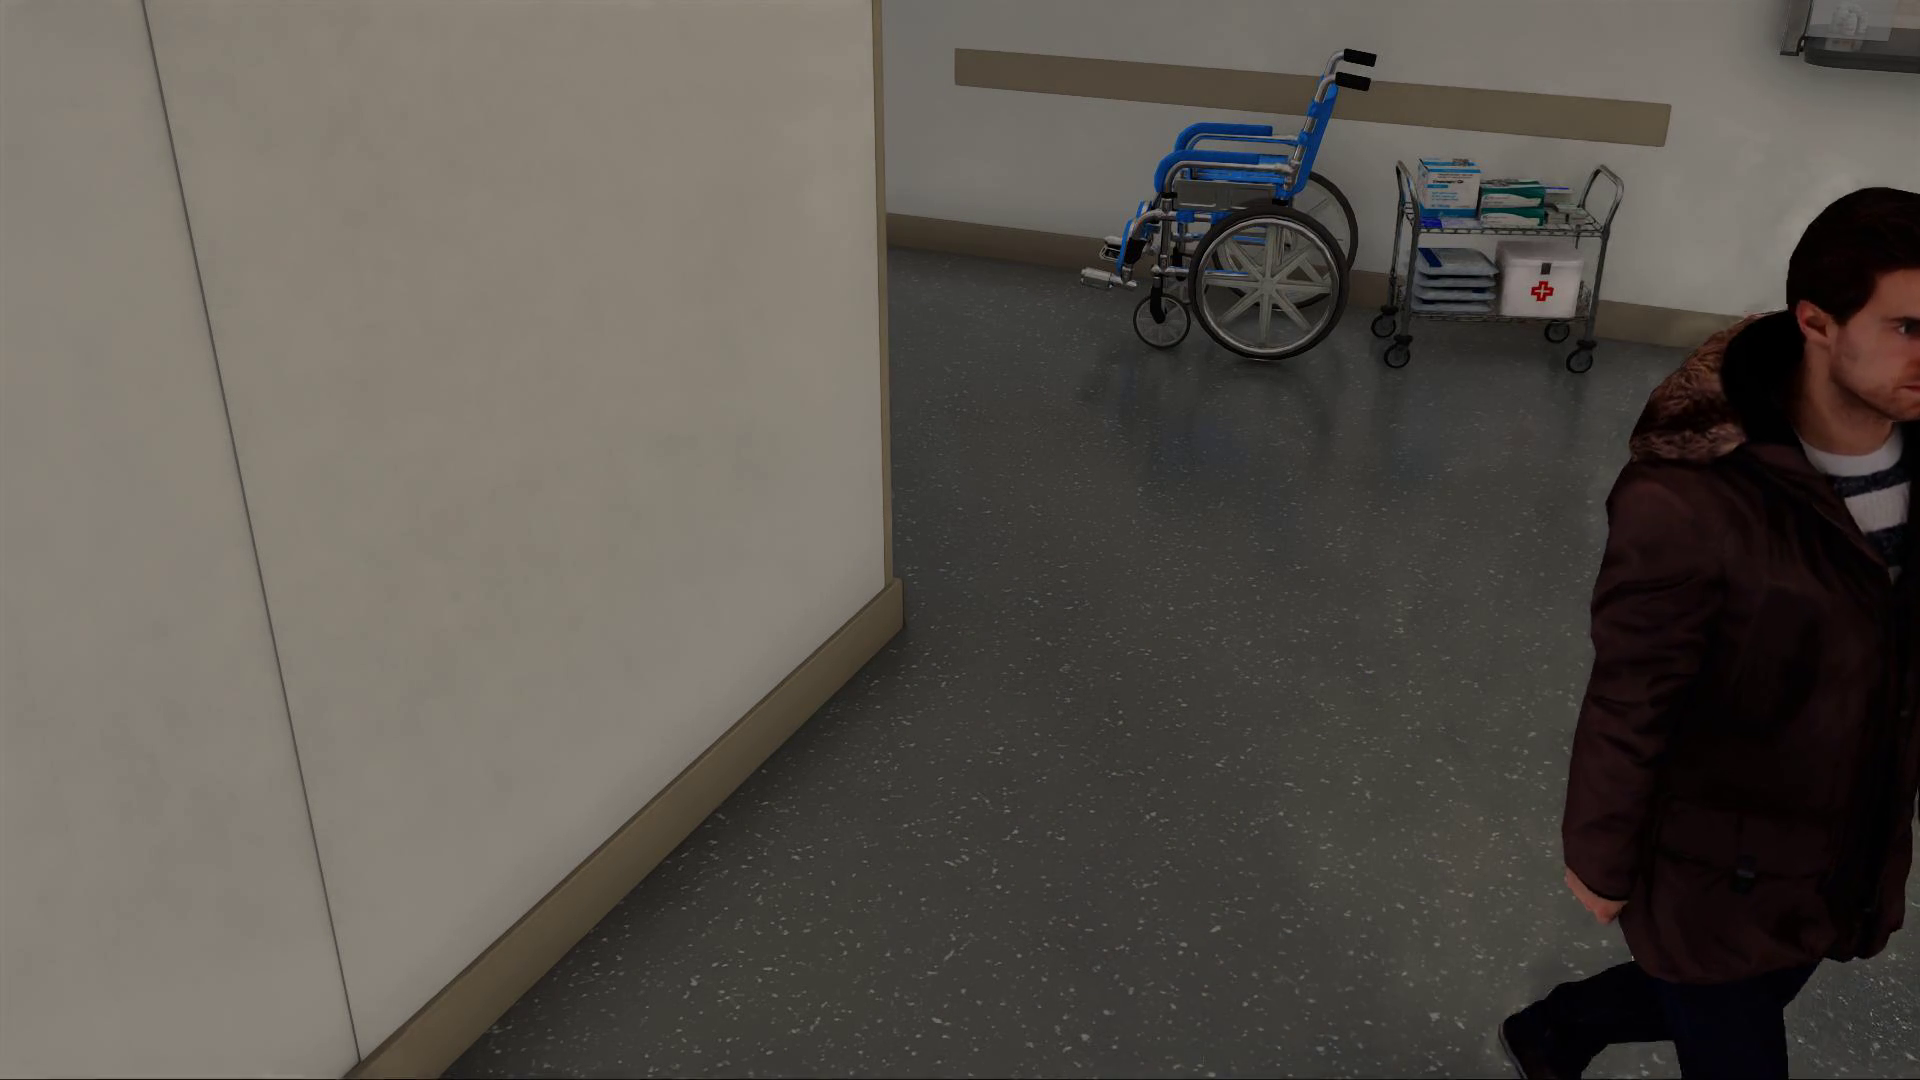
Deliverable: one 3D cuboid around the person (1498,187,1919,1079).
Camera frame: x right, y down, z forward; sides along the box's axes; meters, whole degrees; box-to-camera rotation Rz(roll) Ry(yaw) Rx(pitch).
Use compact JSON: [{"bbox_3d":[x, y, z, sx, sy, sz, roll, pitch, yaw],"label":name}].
[{"bbox_3d":[1.096,0.390,2.405,1.197,1.816,1.247,-10,27,-19],"label":"person"}]
